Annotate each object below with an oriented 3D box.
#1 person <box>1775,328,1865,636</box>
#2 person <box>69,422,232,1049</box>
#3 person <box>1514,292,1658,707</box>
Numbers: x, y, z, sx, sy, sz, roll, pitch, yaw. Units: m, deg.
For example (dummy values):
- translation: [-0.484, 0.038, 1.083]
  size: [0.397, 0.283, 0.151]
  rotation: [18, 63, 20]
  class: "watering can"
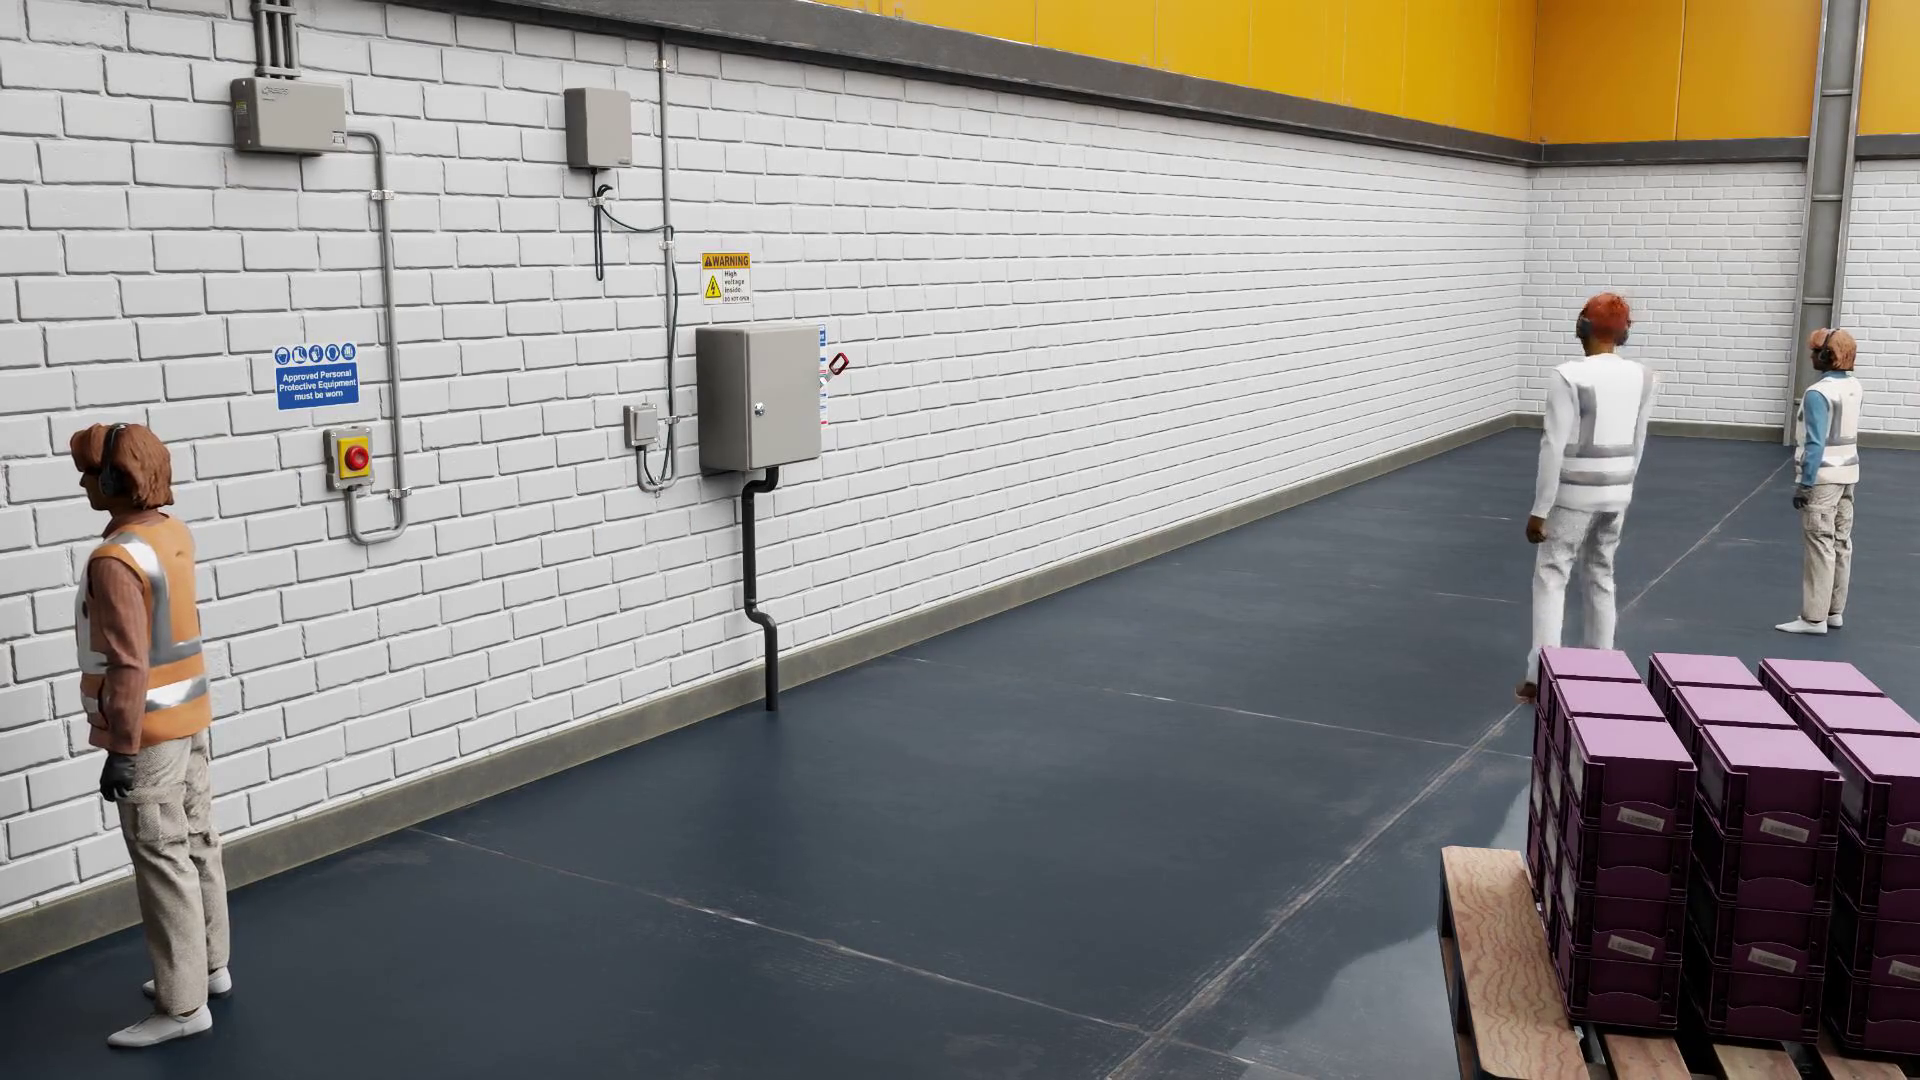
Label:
- translation: [4.609, -0.305, 8.867]
  size: [0.515, 1.642, 0.314]
  rotation: [-8, 13, -39]
  class: "person"
- translation: [-2.126, 0.506, 4.376]
  size: [0.307, 1.639, 0.525]
  rotation: [-2, 10, -9]
  class: "person"
- translation: [2.827, -0.172, 7.547]
  size: [0.630, 1.871, 0.389]
  rotation: [-4, 11, -20]
  class: "person"
